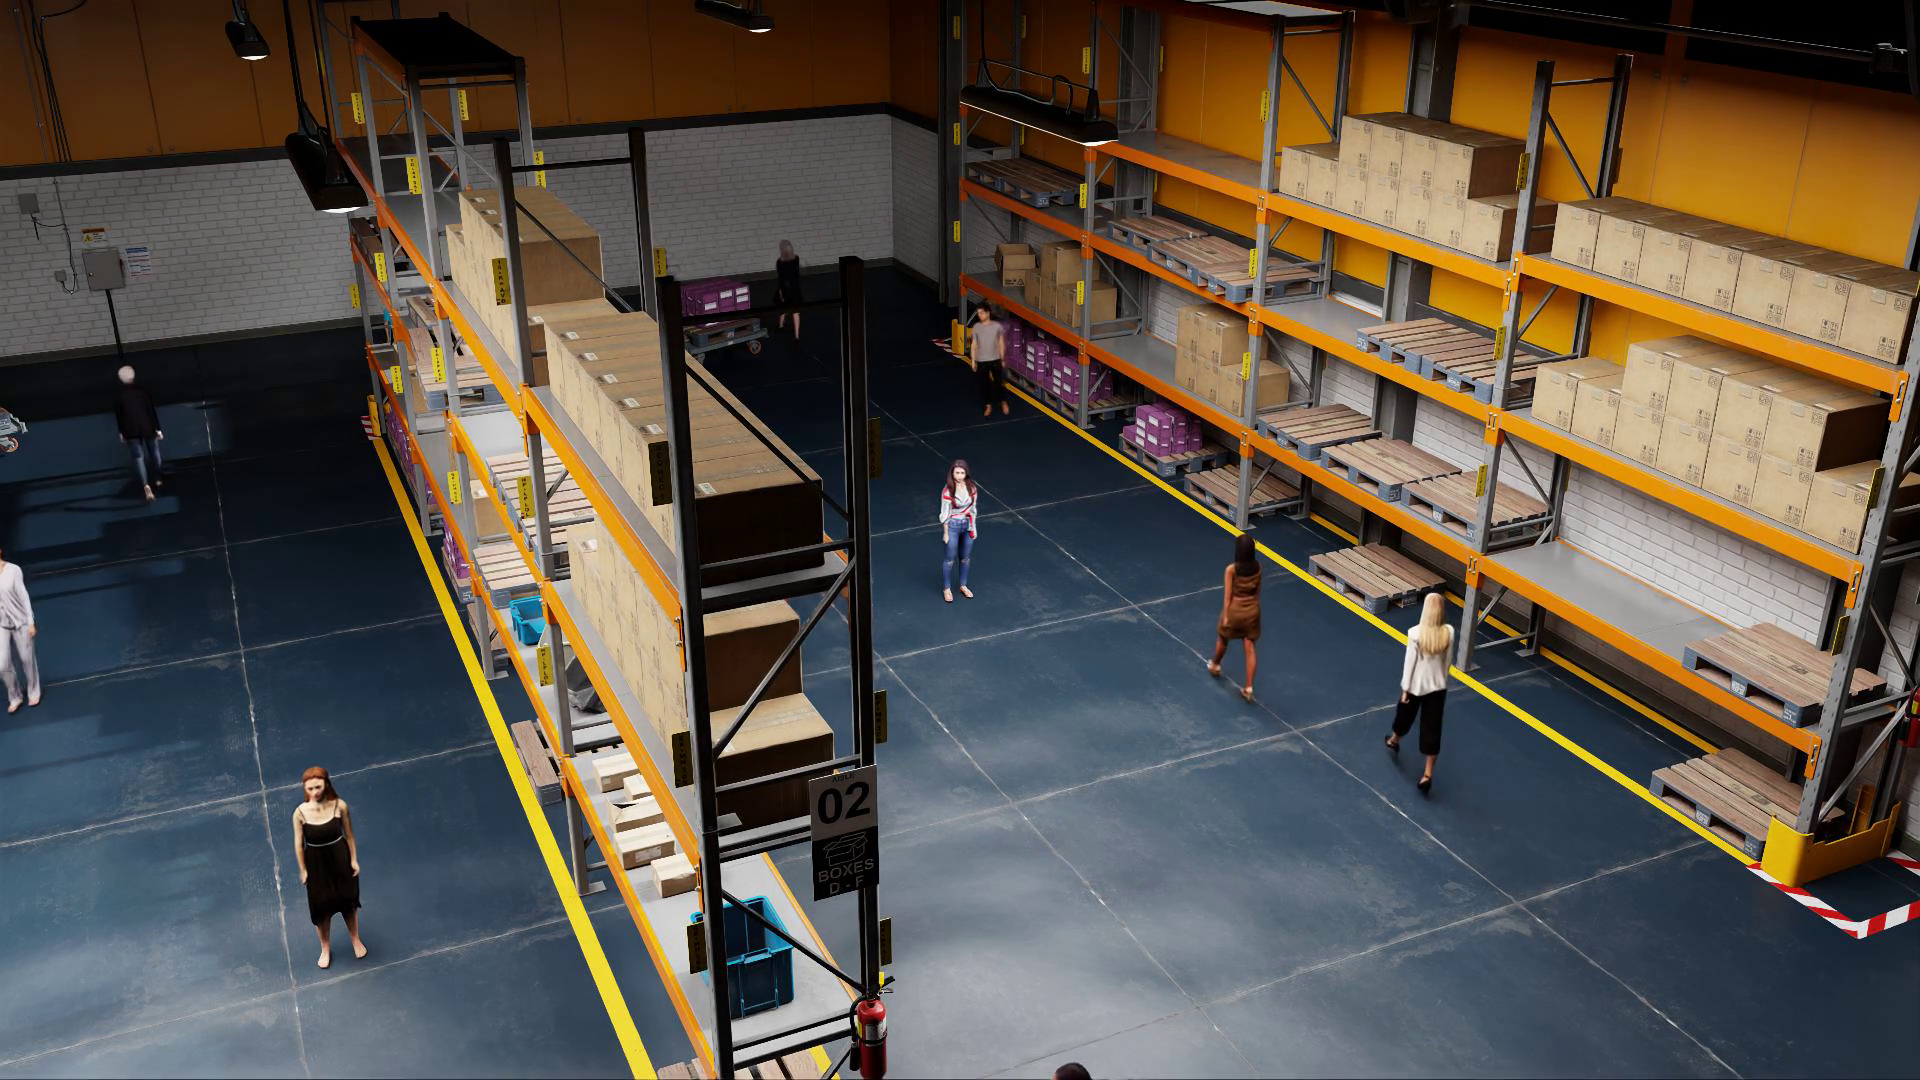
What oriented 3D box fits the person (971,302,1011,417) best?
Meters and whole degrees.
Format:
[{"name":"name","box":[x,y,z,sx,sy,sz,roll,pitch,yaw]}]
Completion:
[{"name":"person","box":[0.446,-2.562,23.652,0.820,1.689,0.838,-2,24,-5]}]

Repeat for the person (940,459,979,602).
[{"name":"person","box":[-0.015,-0.123,18.171,0.581,1.612,0.498,-10,25,-21]}]

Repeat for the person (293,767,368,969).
[{"name":"person","box":[-4.691,2.404,12.374,0.555,1.624,0.553,-10,25,-21]}]

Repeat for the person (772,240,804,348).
[{"name":"person","box":[-2.707,-3.941,26.793,0.591,1.702,1.165,-10,26,-22]}]

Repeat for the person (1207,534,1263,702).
[{"name":"person","box":[2.756,0.779,16.050,0.643,1.656,0.979,-7,25,-16]}]

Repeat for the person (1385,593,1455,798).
[{"name":"person","box":[4.086,1.374,14.484,0.864,1.821,1.178,-3,24,-6]}]

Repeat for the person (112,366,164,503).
[{"name":"person","box":[-10.277,-1.328,20.931,0.748,1.750,1.050,-10,25,-21]}]

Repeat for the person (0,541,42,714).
[{"name":"person","box":[-9.088,0.757,15.969,0.641,1.762,0.686,-7,25,-16]}]
